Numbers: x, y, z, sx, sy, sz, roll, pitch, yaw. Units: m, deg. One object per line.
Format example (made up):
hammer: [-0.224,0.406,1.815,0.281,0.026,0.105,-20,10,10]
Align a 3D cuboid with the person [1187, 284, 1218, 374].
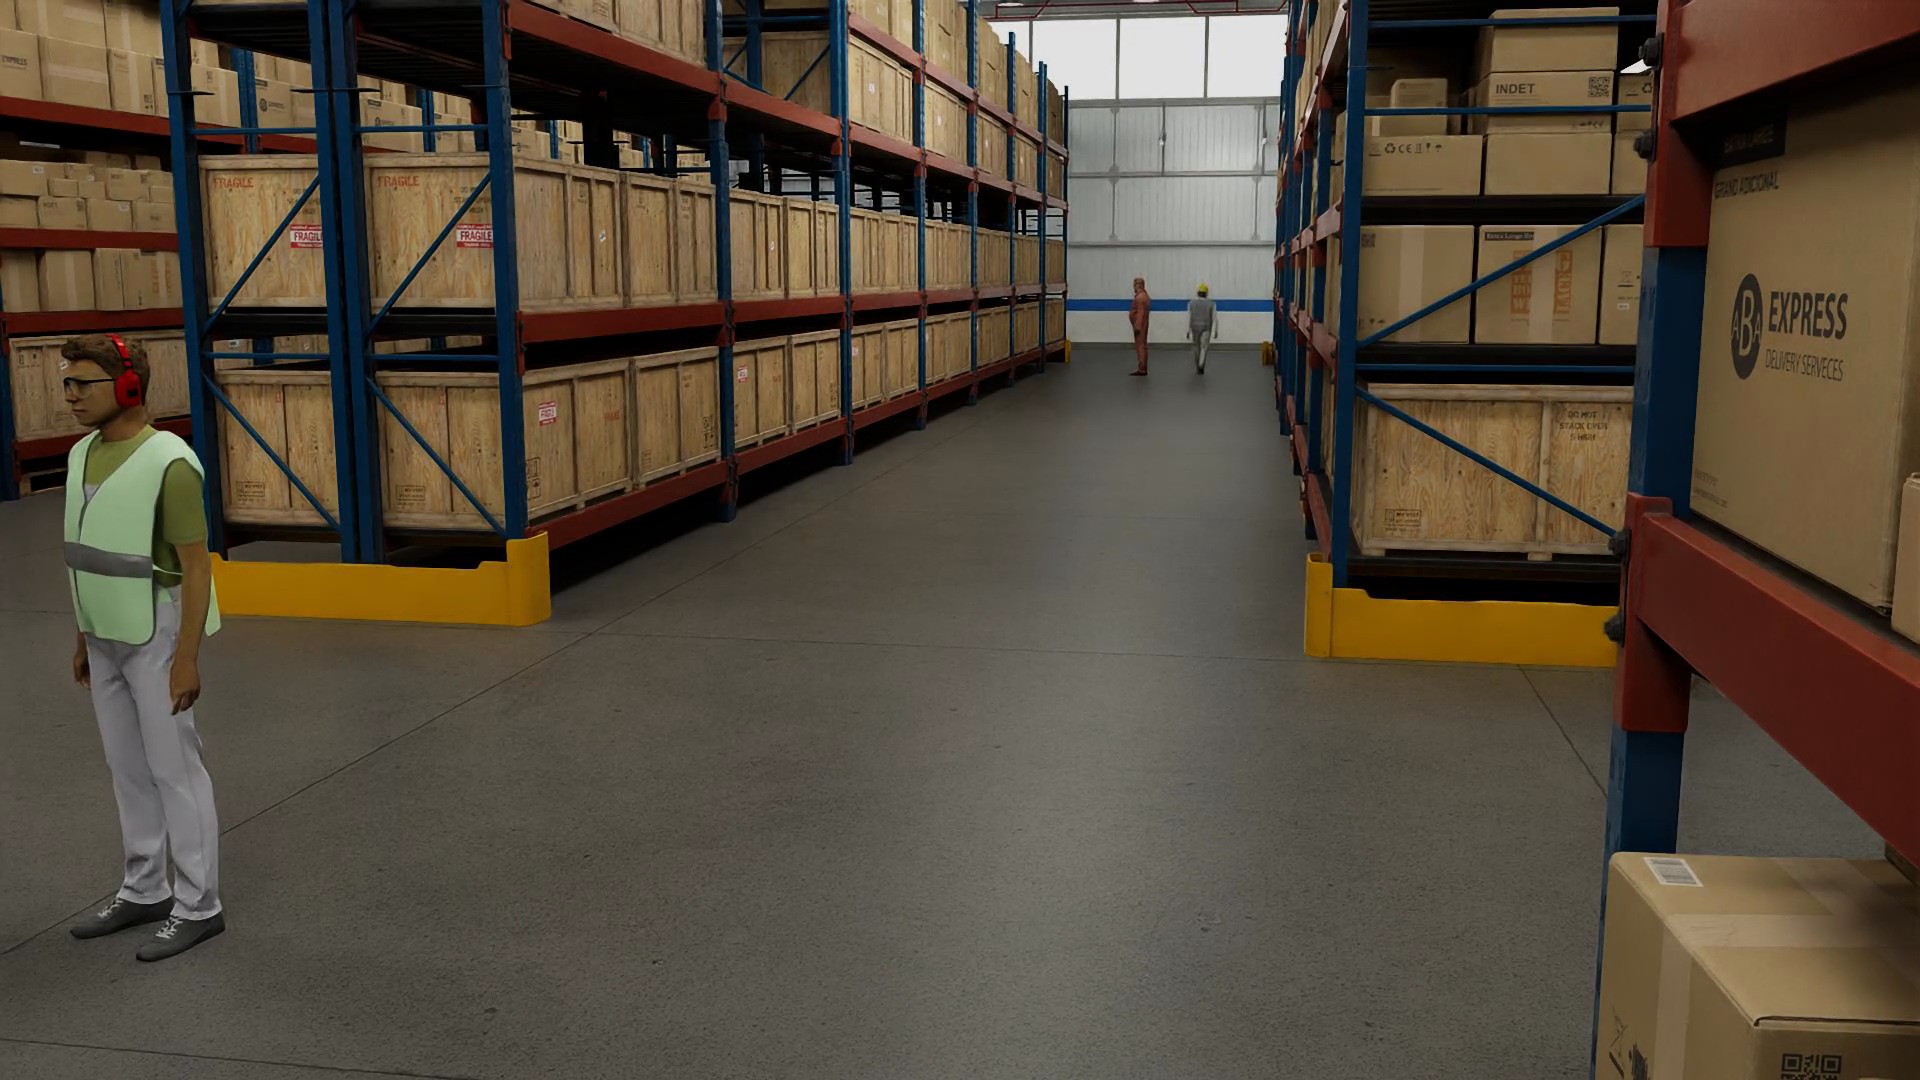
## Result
person: [4.818,-4.205,33.149,0.606,1.800,0.892,3,10,18]

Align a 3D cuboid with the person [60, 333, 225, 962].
person: [-2.438,0.310,4.963,0.569,1.844,0.378,6,11,32]

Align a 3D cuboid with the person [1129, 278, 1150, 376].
person: [3.506,-4.171,32.584,0.402,1.904,0.652,3,10,15]
